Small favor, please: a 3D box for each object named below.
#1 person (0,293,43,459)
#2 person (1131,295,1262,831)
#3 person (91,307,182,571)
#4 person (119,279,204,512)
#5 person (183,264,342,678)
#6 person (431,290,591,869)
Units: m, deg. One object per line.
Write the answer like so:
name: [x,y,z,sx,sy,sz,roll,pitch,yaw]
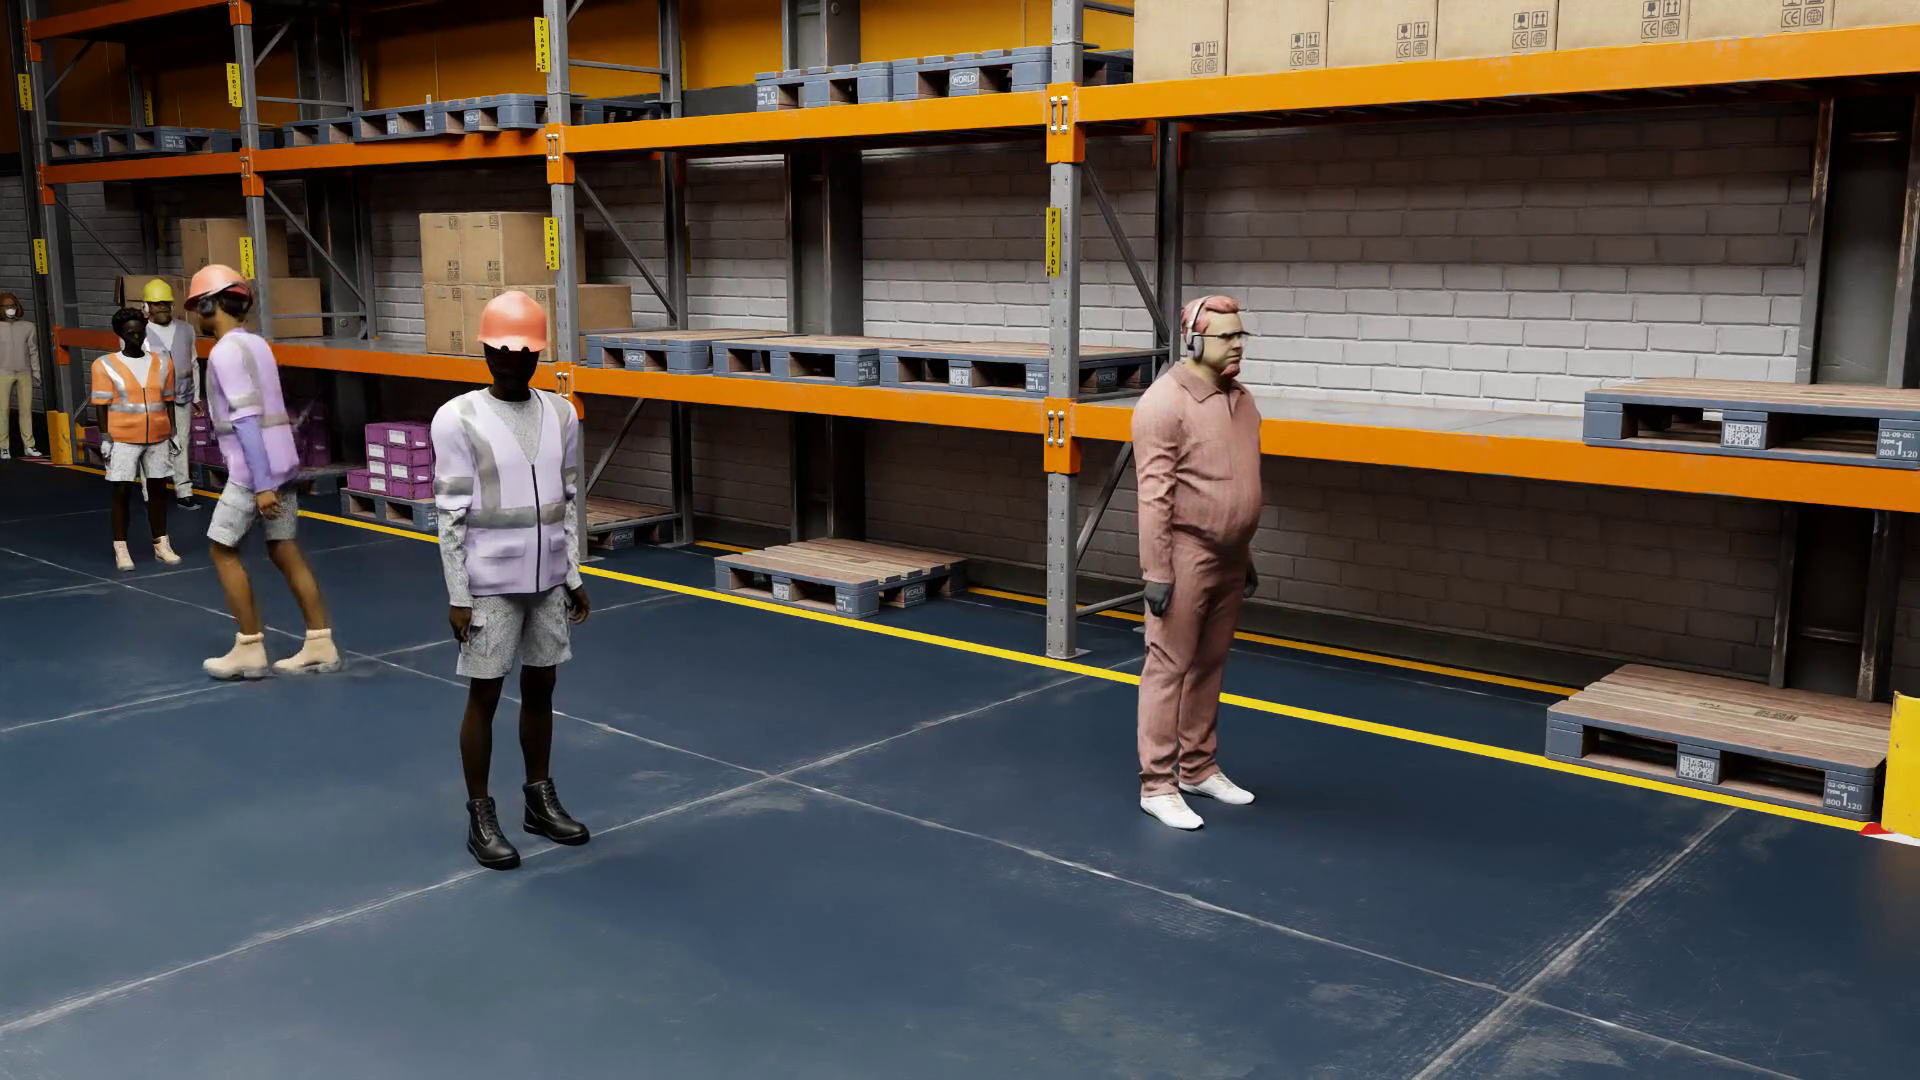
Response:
person: [-9.371,-1.624,16.482,0.282,1.633,0.501,9,13,41]
person: [0.893,0.073,6.048,0.399,1.909,0.642,9,13,41]
person: [-5.328,-0.657,10.798,0.322,1.696,0.536,9,13,41]
person: [-6.245,-1.125,13.076,0.404,1.833,0.591,9,13,41]
person: [-3.389,-0.318,8.011,0.753,1.990,0.623,0,10,-1]
person: [-1.493,0.128,5.653,0.376,1.934,0.547,9,13,41]
